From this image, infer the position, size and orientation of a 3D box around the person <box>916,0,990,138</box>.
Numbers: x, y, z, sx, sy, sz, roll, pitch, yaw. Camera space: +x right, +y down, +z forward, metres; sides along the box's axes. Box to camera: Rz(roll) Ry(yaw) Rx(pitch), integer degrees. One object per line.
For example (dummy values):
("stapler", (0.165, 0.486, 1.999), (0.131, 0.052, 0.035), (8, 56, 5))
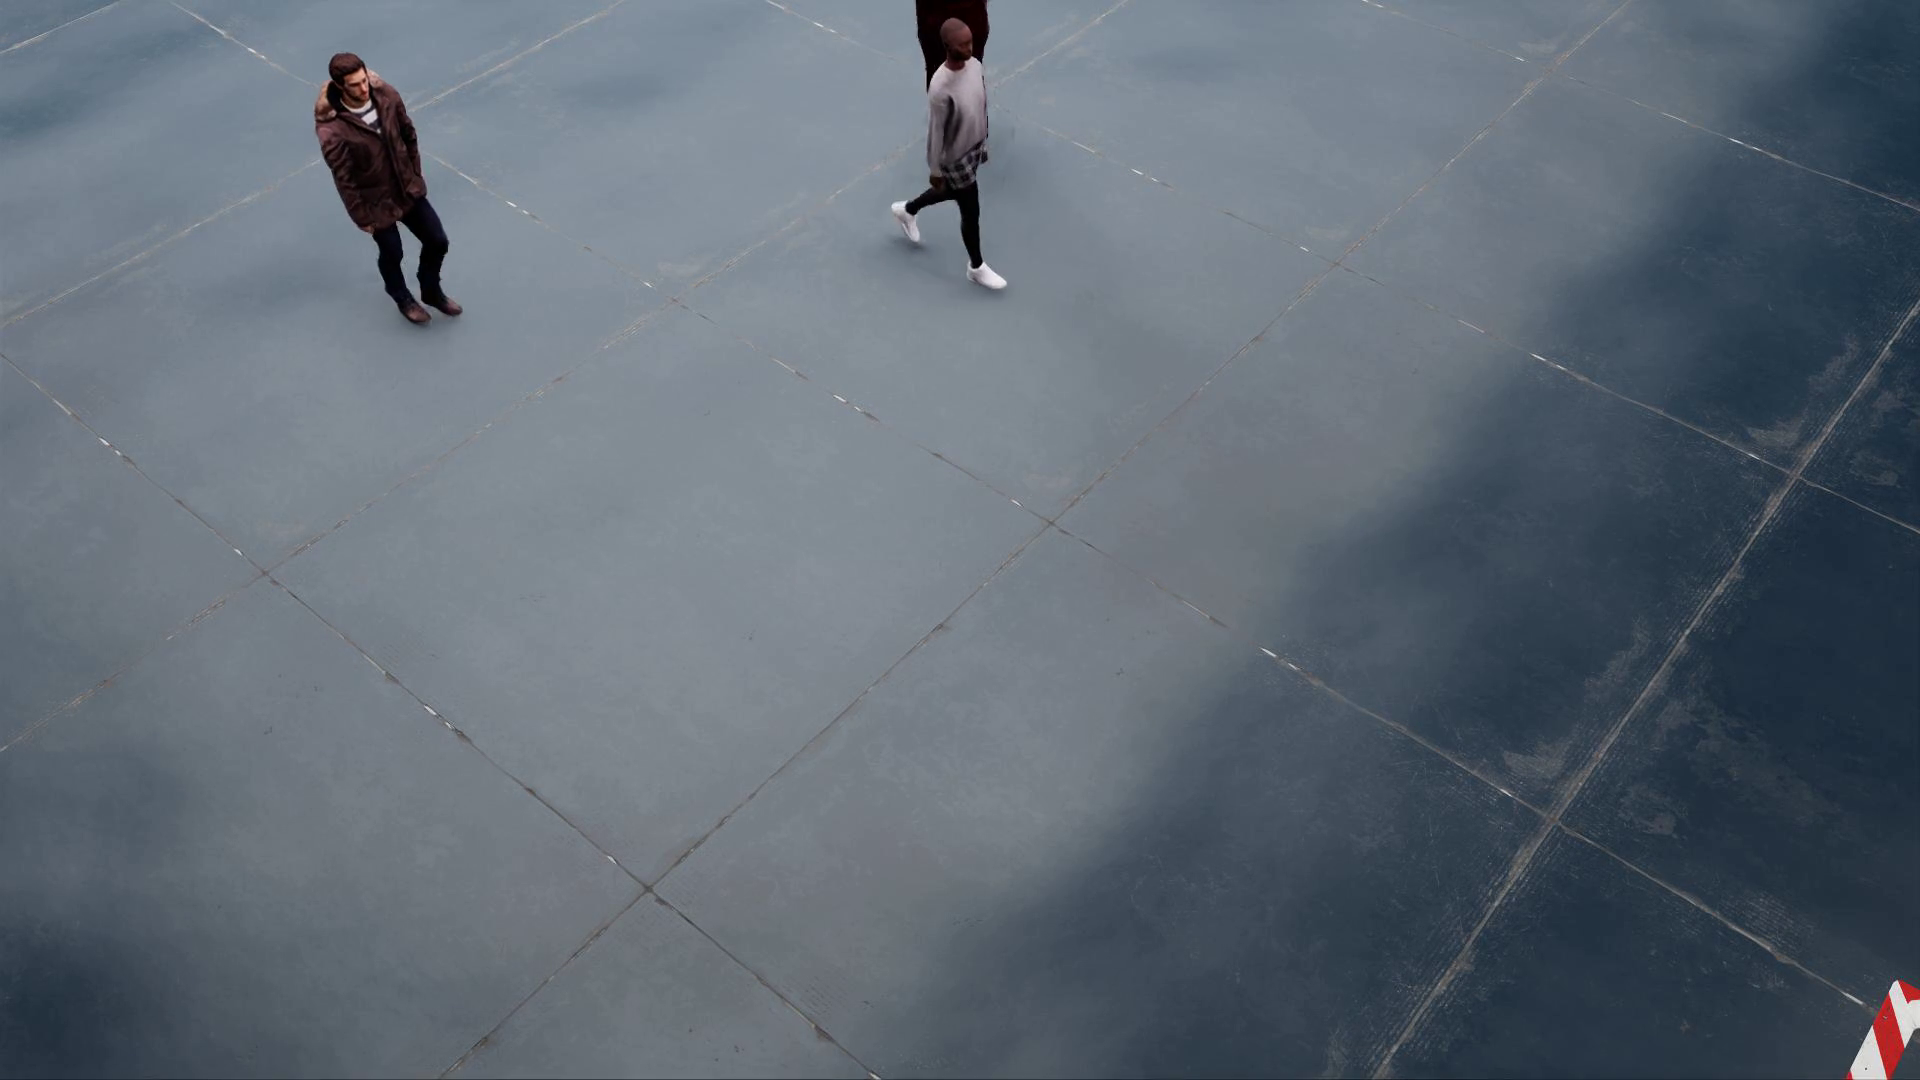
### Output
("person", (-0.004, -3.334, 10.963), (0.869, 1.739, 0.953), (-15, 49, -14))

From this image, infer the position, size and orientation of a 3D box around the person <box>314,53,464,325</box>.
("person", (-3.412, -2.059, 9.721), (0.718, 1.831, 0.765), (29, 54, 24))

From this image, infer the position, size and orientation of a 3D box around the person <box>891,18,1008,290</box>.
("person", (-0.090, -2.367, 10.067), (1.165, 1.742, 0.699), (26, 52, 22))
